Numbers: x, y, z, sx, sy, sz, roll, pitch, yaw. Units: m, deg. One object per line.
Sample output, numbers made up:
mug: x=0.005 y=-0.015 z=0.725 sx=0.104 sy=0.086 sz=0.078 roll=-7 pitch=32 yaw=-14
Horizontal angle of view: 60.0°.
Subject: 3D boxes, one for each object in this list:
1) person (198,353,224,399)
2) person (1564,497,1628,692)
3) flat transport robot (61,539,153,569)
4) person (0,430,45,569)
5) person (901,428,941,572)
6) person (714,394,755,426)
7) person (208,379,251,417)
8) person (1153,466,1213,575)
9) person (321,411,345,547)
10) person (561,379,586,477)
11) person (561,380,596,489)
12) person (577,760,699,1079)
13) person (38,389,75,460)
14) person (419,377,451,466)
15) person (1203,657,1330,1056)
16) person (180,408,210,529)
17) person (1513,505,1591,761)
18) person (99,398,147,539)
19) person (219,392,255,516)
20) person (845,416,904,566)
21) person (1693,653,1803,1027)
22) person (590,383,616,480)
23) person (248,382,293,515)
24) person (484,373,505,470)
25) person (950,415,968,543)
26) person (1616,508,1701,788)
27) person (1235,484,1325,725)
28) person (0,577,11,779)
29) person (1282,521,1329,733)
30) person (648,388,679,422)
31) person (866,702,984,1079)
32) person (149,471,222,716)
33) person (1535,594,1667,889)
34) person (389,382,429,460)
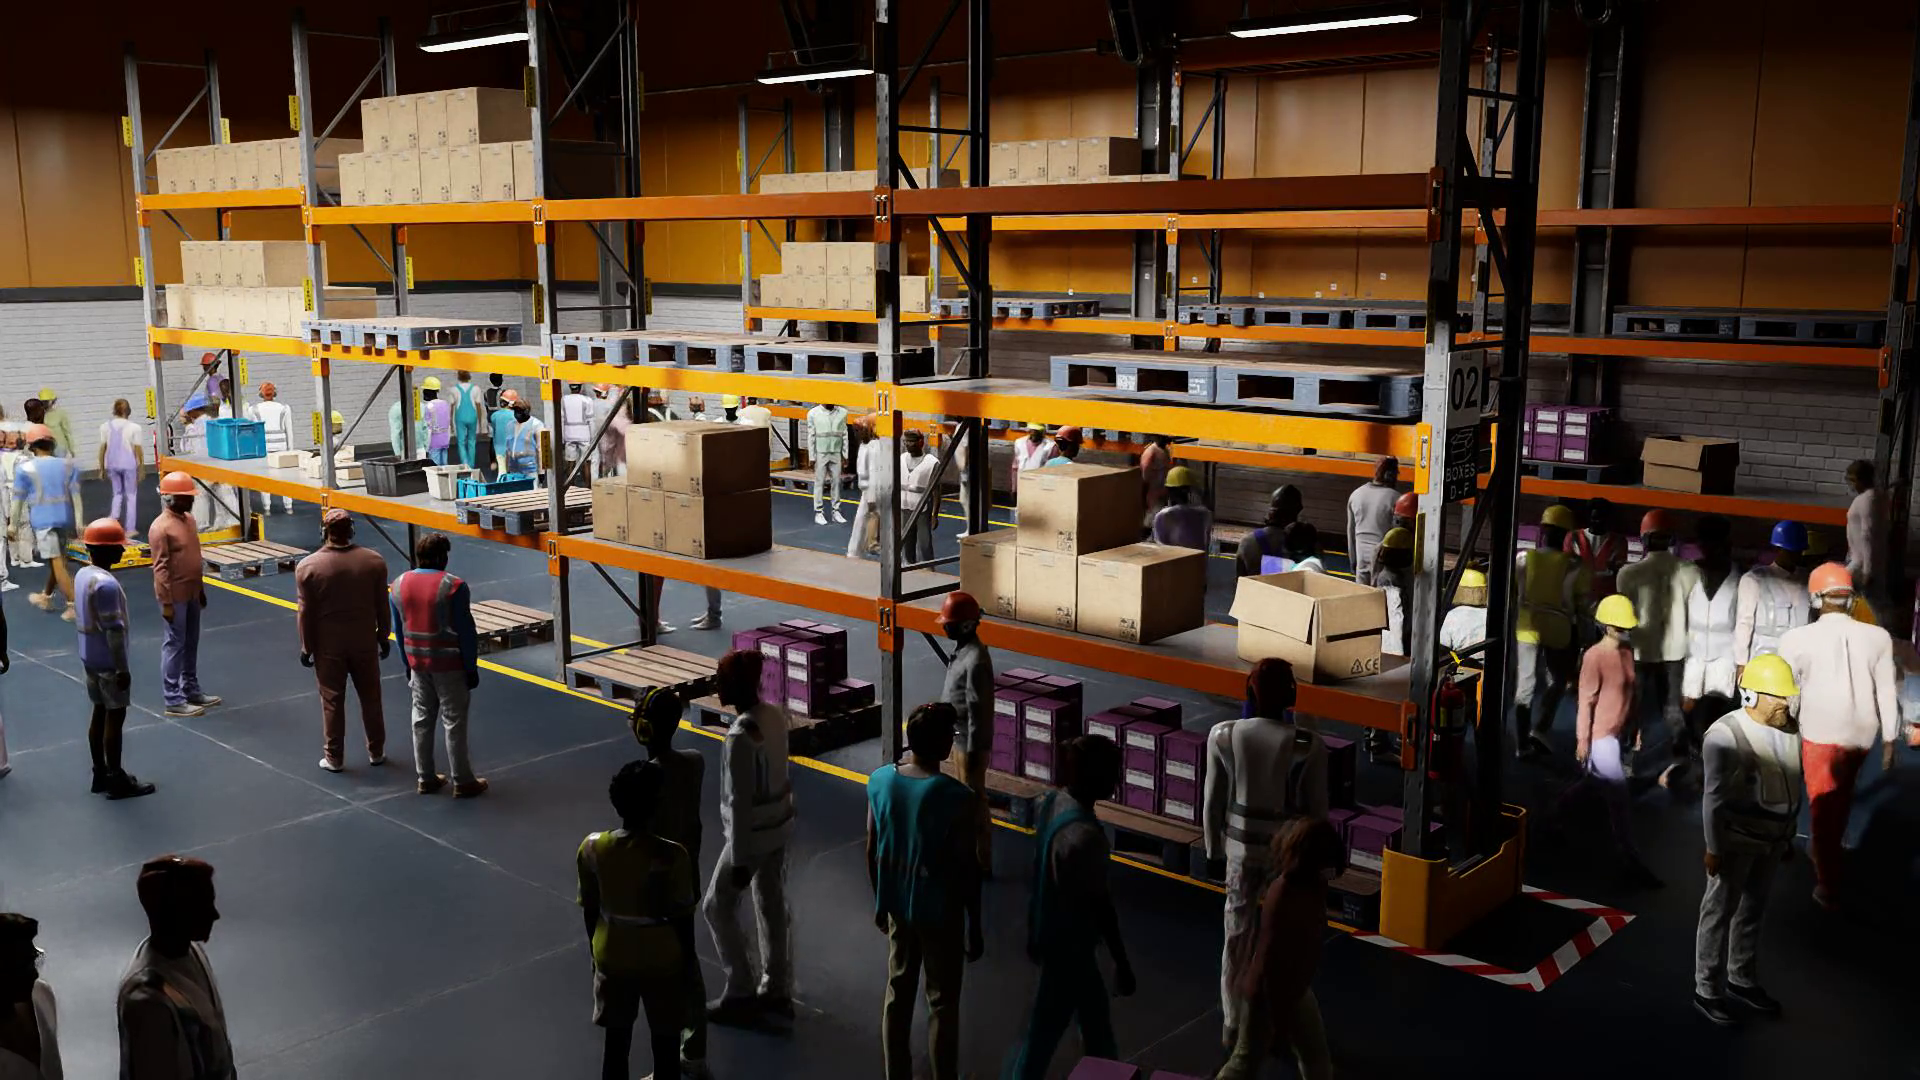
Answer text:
person: x=-12.190 y=-2.036 z=27.192 sx=0.376 sy=2.042 sz=0.615 roll=-2 pitch=10 yaw=-13
person: x=5.345 y=0.467 z=14.055 sx=0.530 sy=1.689 sz=0.321 roll=4 pitch=11 yaw=21
flat transport robot: x=-10.225 y=0.134 z=19.934 sx=1.431 sy=0.197 sz=0.652 roll=9 pitch=14 yaw=42
person: x=-11.044 y=-0.473 z=19.530 sx=0.524 sy=1.631 sz=0.312 roll=6 pitch=11 yaw=28
person: x=-0.457 y=-0.295 z=17.909 sx=0.570 sy=1.843 sz=0.373 roll=7 pitch=12 yaw=34
person: x=-2.912 y=-0.943 z=21.373 sx=0.583 sy=1.921 sz=0.394 roll=-1 pitch=10 yaw=-7
person: x=-10.307 y=-1.324 z=23.519 sx=0.597 sy=1.918 sz=0.379 roll=-6 pitch=11 yaw=-29
person: x=1.907 y=0.321 z=14.264 sx=0.588 sy=1.910 sz=0.492 roll=-5 pitch=11 yaw=-25
person: x=-7.832 y=-0.747 z=20.802 sx=0.365 sy=1.736 sz=0.486 roll=-7 pitch=12 yaw=-33
person: x=-6.511 y=-2.001 z=27.515 sx=0.649 sy=1.869 sz=0.857 roll=-4 pitch=11 yaw=-21
person: x=-5.620 y=-1.503 z=24.476 sx=0.543 sy=1.941 sz=0.353 roll=1 pitch=10 yaw=3
person: x=-1.311 y=1.737 z=6.855 sx=0.533 sy=1.692 sz=0.319 roll=3 pitch=11 yaw=18
person: x=-13.046 y=-1.287 z=23.846 sx=0.543 sy=1.732 sz=0.882 roll=0 pitch=10 yaw=-1
person: x=-7.463 y=-1.356 z=23.666 sx=0.352 sy=1.929 sz=0.594 roll=3 pitch=11 yaw=17
person: x=1.432 y=1.474 z=7.799 sx=0.585 sy=1.882 sz=0.337 roll=4 pitch=11 yaw=22
person: x=-10.253 y=-0.964 z=22.275 sx=0.313 sy=1.639 sz=0.517 roll=-4 pitch=11 yaw=-22
person: x=4.276 y=0.693 z=12.165 sx=0.661 sy=1.899 sz=0.491 roll=6 pitch=12 yaw=32
person: x=-10.823 y=-0.913 z=21.470 sx=0.571 sy=1.823 sz=0.490 roll=-1 pitch=10 yaw=-5
person: x=-9.962 y=-1.170 z=22.970 sx=0.518 sy=1.819 sz=0.988 roll=-1 pitch=10 yaw=-7
person: x=-0.980 y=-0.528 z=19.287 sx=1.021 sy=1.836 sz=0.630 roll=-4 pitch=11 yaw=-19
person: x=3.870 y=1.442 z=8.121 sx=0.591 sy=1.834 sz=0.404 roll=-5 pitch=11 yaw=-25
person: x=-5.432 y=-1.555 z=25.298 sx=0.573 sy=1.746 sz=0.345 roll=6 pitch=12 yaw=29
person: x=-9.700 y=-1.285 z=23.438 sx=0.573 sy=1.877 sz=0.344 roll=-5 pitch=11 yaw=-25
person: x=-7.758 y=-1.997 z=27.958 sx=0.535 sy=1.697 sz=0.318 roll=6 pitch=12 yaw=31
person: x=0.041 y=-0.891 z=21.304 sx=0.393 sy=1.848 sz=0.565 roll=-2 pitch=10 yaw=-10
person: x=4.872 y=0.775 z=11.557 sx=0.647 sy=1.965 sz=0.788 roll=1 pitch=10 yaw=3
person: x=2.412 y=0.579 z=12.417 sx=0.684 sy=2.000 sz=0.535 roll=7 pitch=12 yaw=33
person: x=-6.995 y=0.809 z=11.668 sx=0.565 sy=1.846 sz=0.390 roll=-7 pitch=12 yaw=-33
person: x=2.439 y=0.775 z=11.916 sx=0.430 sy=1.835 sz=0.628 roll=2 pitch=10 yaw=13
person: x=-3.952 y=-1.059 z=21.681 sx=0.768 sy=2.000 sz=0.688 roll=7 pitch=12 yaw=35
person: x=-0.157 y=1.605 z=7.166 sx=0.571 sy=1.843 sz=0.373 roll=7 pitch=12 yaw=35
person: x=-6.270 y=0.429 z=13.426 sx=0.407 sy=1.987 sz=0.615 roll=0 pitch=10 yaw=1
person: x=3.903 y=1.154 z=10.084 sx=0.535 sy=1.718 sz=0.900 roll=-10 pitch=14 yaw=-43
person: x=-7.614 y=-1.246 z=23.061 sx=0.377 sy=1.931 sz=0.629 roll=5 pitch=11 yaw=26
